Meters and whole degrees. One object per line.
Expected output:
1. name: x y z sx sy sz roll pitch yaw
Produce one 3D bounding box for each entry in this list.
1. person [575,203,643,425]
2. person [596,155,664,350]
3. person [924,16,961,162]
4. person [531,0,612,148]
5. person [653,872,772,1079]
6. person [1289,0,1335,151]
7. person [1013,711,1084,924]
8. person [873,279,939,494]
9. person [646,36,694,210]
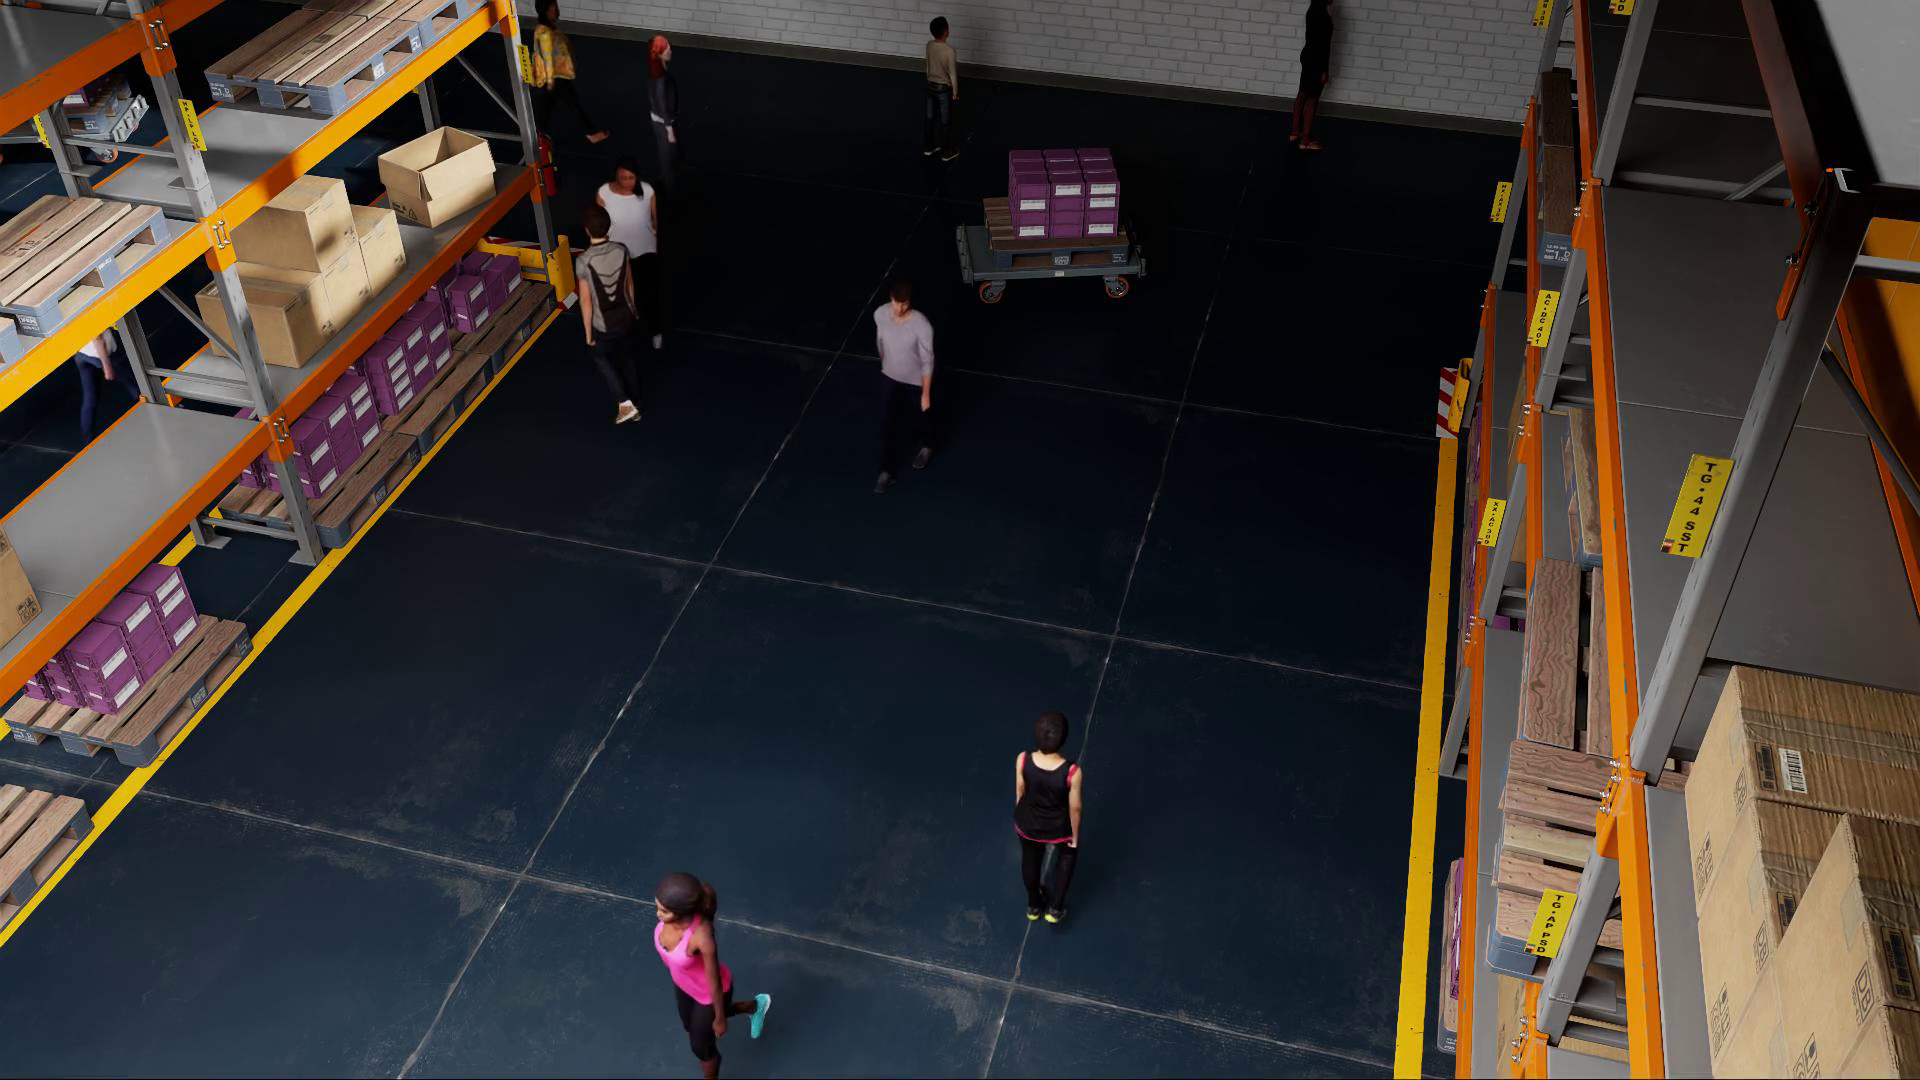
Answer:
1. person: -2.680 -1.694 12.991 0.855 1.876 0.915 -25 45 -27
2. person: -2.816 -2.523 14.214 0.975 1.645 1.199 -7 39 -8
3. person: -0.214 -4.605 16.970 0.594 1.459 0.587 24 44 27
4. person: -4.233 -4.742 17.018 1.063 1.614 1.091 -10 40 -12
5. person: -1.211 2.178 8.282 0.883 1.702 1.024 31 48 33
6. person: 3.648 -4.892 17.120 0.746 1.721 0.618 -9 39 -11
7. person: 0.448 1.588 9.148 0.539 1.544 0.555 10 40 12
8. person: -0.368 -1.256 12.504 0.801 1.799 1.072 21 43 24
9. person: -2.900 -3.959 15.918 0.788 1.763 0.715 -7 39 -8
